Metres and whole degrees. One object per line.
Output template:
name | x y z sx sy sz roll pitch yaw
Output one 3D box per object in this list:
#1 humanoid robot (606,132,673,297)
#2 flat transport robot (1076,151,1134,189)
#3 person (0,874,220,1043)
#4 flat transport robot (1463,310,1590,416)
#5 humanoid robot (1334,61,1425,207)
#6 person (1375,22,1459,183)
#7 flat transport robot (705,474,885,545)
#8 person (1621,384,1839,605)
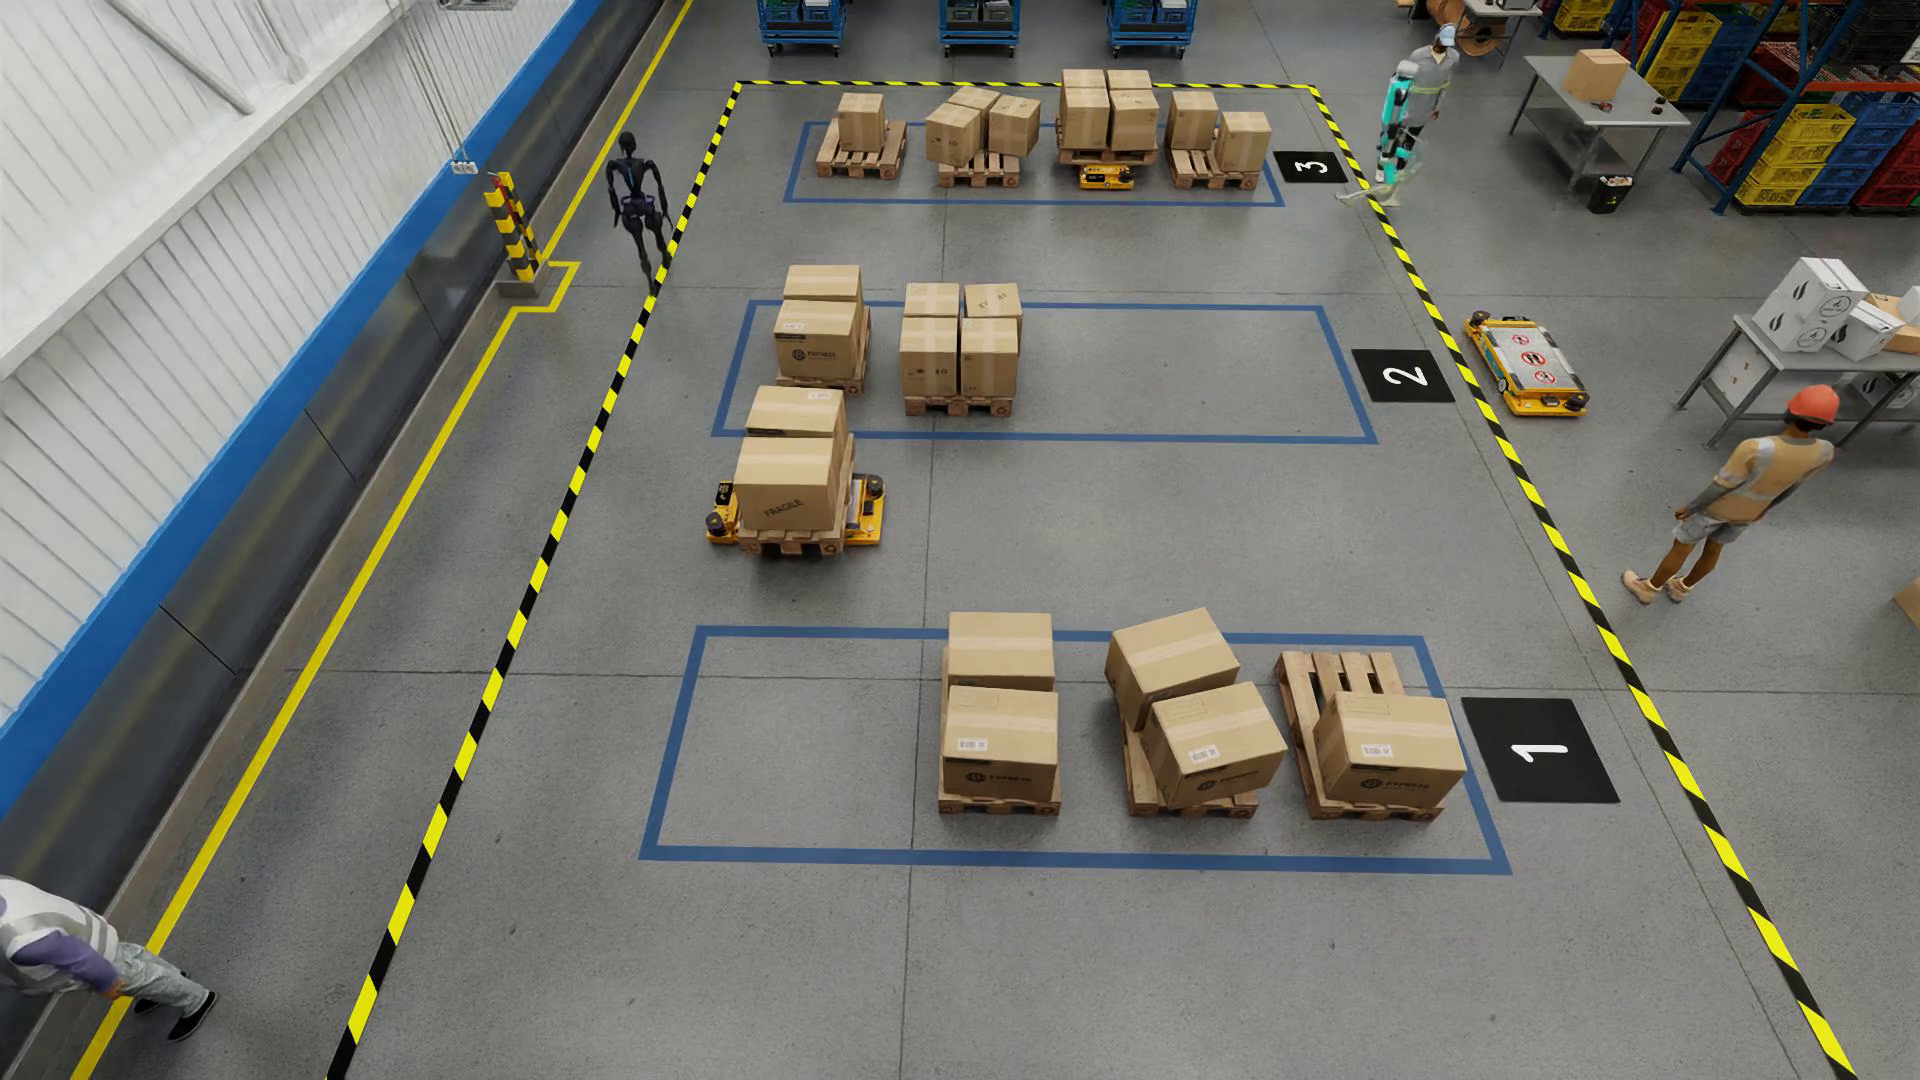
humanoid robot | -3.365 -3.449 9.629 0.598 1.616 0.836 -7 49 -6
flat transport robot | 1.845 -4.982 11.827 0.652 0.197 1.431 1 49 1
person | -4.514 2.130 4.662 0.589 1.821 0.404 24 53 20
flat transport robot | 5.573 -1.757 9.054 0.659 0.231 1.431 1 49 1
humanoid robot | 5.029 -4.543 10.498 1.028 1.725 0.546 9 50 8
person | 5.503 -5.216 11.002 0.587 1.851 0.392 -1 49 -1
flat transport robot | -1.378 -0.273 7.751 1.431 0.197 0.652 1 49 1
person | 5.532 -0.272 6.598 0.613 2.039 0.382 0 49 0
